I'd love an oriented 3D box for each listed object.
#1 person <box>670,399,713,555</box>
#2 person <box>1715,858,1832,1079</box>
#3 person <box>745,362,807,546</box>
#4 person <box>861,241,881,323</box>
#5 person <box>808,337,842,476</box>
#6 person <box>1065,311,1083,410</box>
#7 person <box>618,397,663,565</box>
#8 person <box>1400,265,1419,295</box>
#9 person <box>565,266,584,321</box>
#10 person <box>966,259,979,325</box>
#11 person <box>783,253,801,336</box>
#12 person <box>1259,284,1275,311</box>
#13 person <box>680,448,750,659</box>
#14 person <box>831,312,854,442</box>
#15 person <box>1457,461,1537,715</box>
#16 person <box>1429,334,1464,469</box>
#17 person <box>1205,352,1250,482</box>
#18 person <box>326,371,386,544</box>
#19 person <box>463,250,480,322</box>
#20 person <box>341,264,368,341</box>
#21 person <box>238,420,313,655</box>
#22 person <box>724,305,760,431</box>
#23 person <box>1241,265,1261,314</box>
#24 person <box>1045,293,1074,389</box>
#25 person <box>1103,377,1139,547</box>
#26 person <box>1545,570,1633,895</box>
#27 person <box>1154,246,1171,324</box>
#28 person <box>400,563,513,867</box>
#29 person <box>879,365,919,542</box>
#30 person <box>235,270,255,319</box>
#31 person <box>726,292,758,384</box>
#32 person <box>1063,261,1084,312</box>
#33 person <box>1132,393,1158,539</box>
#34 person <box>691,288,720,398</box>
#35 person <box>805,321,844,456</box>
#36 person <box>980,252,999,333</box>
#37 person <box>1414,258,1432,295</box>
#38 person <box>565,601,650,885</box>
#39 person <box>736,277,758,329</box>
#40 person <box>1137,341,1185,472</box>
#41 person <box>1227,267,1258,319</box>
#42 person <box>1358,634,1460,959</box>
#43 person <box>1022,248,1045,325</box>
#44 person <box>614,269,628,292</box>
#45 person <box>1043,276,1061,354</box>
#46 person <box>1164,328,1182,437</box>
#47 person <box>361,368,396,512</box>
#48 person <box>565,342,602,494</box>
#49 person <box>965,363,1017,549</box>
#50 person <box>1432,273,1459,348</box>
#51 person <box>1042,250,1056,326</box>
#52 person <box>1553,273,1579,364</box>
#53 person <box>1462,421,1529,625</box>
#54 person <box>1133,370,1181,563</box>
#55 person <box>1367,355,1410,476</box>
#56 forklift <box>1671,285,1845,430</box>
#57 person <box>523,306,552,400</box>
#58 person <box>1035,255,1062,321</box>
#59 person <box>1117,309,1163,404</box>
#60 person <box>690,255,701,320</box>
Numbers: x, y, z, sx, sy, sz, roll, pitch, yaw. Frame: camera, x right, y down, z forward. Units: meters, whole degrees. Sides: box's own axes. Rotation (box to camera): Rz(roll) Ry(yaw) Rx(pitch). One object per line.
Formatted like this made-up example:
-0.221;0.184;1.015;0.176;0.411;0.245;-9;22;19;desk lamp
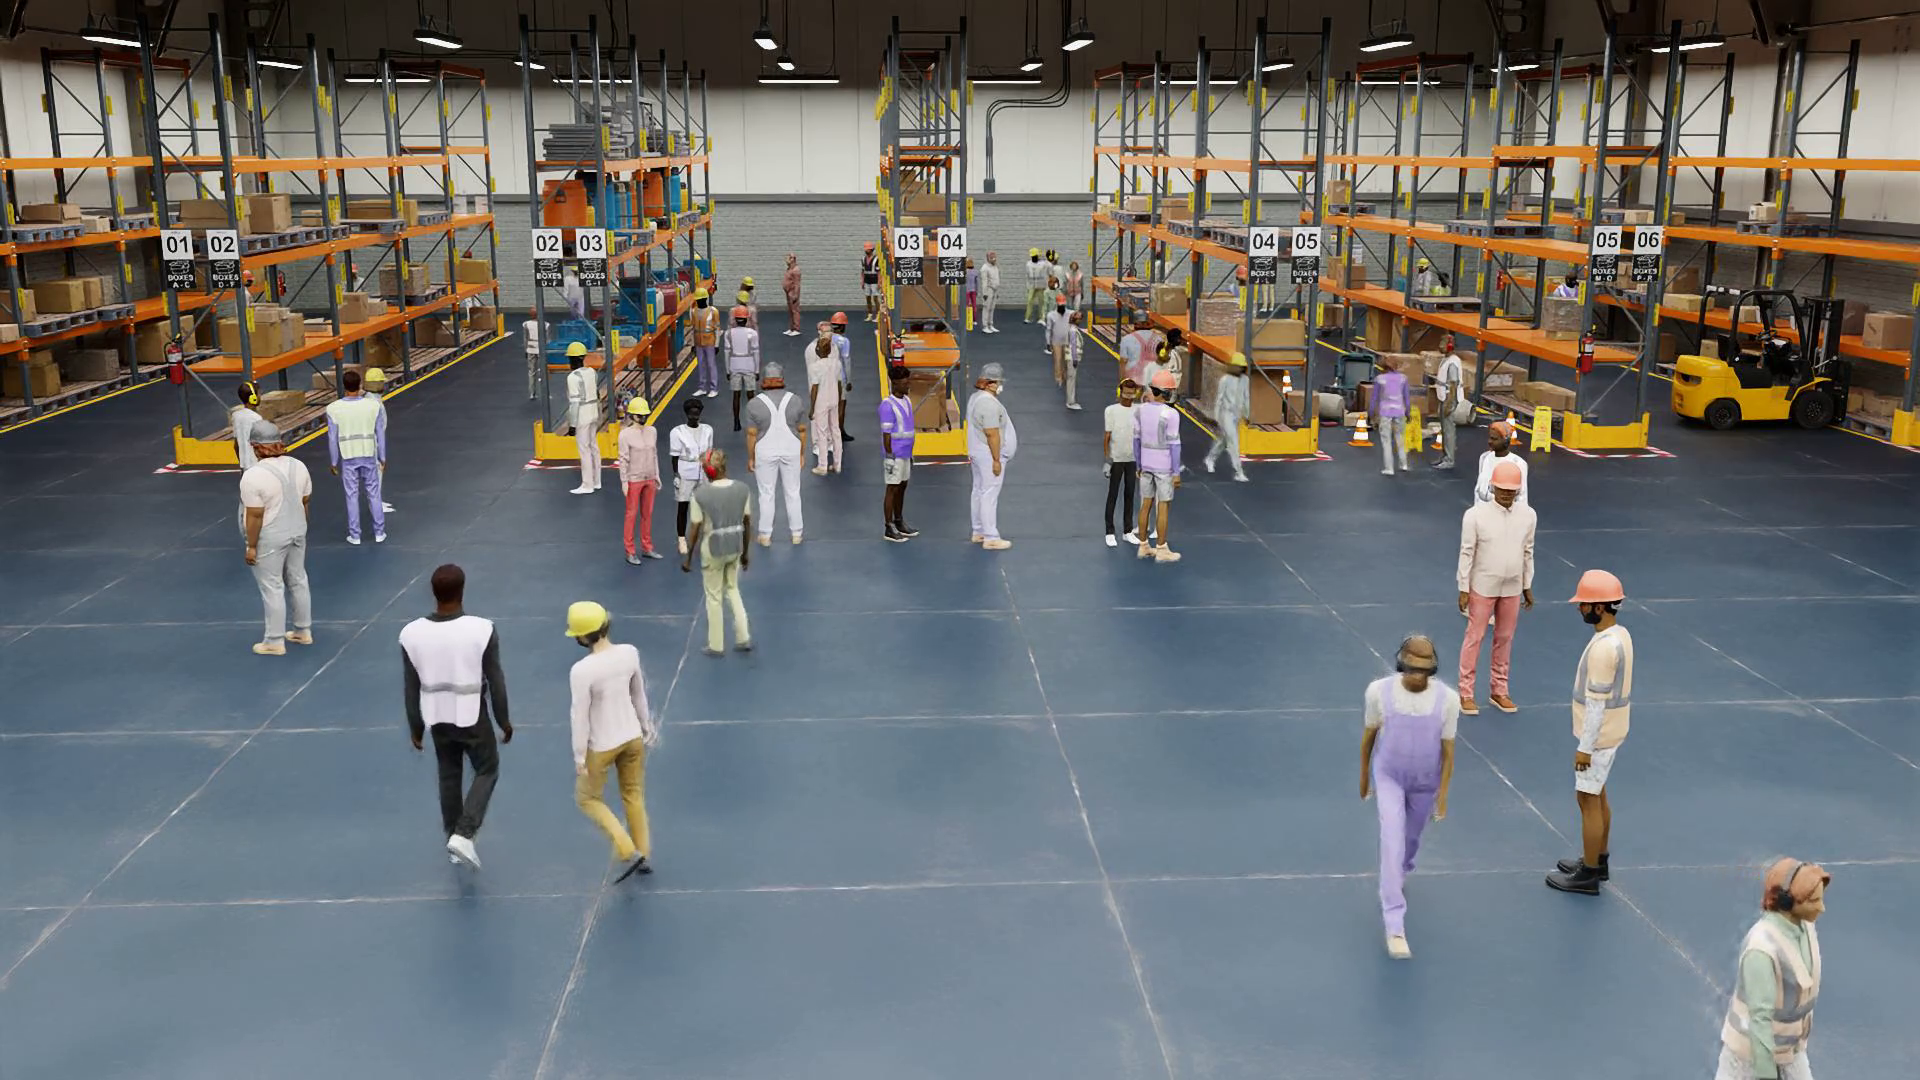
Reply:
-2.873;-0.691;17.939;0.531;1.692;0.320;-10;17;-37;person
3.280;2.039;6.546;0.549;1.601;0.792;-11;17;-40;person
-2.031;-0.957;18.321;0.674;2.000;0.535;-4;14;-15;person
-2.243;-6.456;41.658;0.613;2.029;0.408;10;17;36;person
-1.798;-1.784;22.243;0.507;1.847;0.344;-10;17;-38;person
1.911;-3.016;27.907;0.311;1.639;0.512;1;13;3;person
-3.354;-0.629;17.523;0.322;1.767;0.533;10;16;35;person
10.125;-5.357;37.639;0.572;1.714;0.653;1;13;3;person
-8.846;-5.559;38.449;0.534;1.742;0.742;-1;13;-4;person
0.230;-6.104;40.999;0.504;1.631;0.279;-8;15;-30;person
-3.930;-5.729;38.824;0.410;1.909;0.643;-6;14;-22;person
8.246;-6.939;44.536;0.497;1.632;0.289;-6;14;-23;person
-2.038;0.122;14.197;0.574;1.839;0.415;-13;18;-43;person
-1.800;-2.431;24.814;0.546;1.928;0.384;12;18;41;person
4.134;0.367;12.813;0.623;1.990;0.388;-2;13;-10;person
6.667;-1.885;22.676;0.373;1.840;0.570;2;13;8;person
3.570;-1.671;22.102;0.497;1.694;0.915;-9;16;-34;person
-6.649;-0.909;18.379;0.591;1.918;0.383;-6;15;-25;person
-11.925;-6.108;40.484;0.352;1.883;0.580;9;16;34;person
-13.677;-5.370;37.631;0.575;1.749;0.334;-9;16;-33;person
-5.971;-0.036;14.420;0.539;2.000;0.689;5;14;21;person
-3.357;-2.646;25.698;0.547;1.938;0.377;1;13;5;person
7.671;-6.875;43.729;0.584;1.882;0.346;8;16;31;person
1.844;-3.610;30.196;0.595;1.736;0.379;-1;13;-3;person
1.819;-0.861;18.306;0.521;1.861;0.328;-5;14;-20;person
3.719;1.121;9.784;0.390;1.923;0.548;7;15;28;person
4.782;-6.047;39.981;0.753;1.986;0.791;-11;17;-38;person
-3.031;1.082;9.988;0.632;1.900;0.602;1;13;3;person
-0.682;-0.975;18.555;0.361;1.965;0.613;5;14;21;person
-13.861;-4.249;32.386;0.406;1.989;0.622;-9;16;-32;person
-4.055;-3.746;30.855;0.573;1.704;0.867;2;13;9;person
2.796;-6.031;40.742;0.516;1.601;0.785;2;13;9;person
2.160;-0.840;18.682;0.315;1.641;0.515;-9;16;-34;person
-4.481;-3.462;29.183;0.591;1.923;0.381;7;15;28;person
-1.912;-2.158;23.689;0.409;1.913;0.642;8;16;32;person
0.739;-5.867;39.410;0.399;1.908;0.643;7;15;26;person
10.680;-5.588;38.420;0.404;1.824;0.586;0;13;-1;person
-2.036;1.194;9.866;0.465;1.741;0.640;10;17;36;person
-4.341;-4.513;34.033;0.484;1.741;0.303;-13;18;-43;person
2.600;-1.727;22.094;0.993;1.802;0.580;10;17;37;person
5.584;-4.404;32.981;0.609;2.013;0.511;2;13;9;person
2.477;1.319;9.271;0.501;1.788;0.968;3;14;11;person
1.867;-6.273;41.195;0.597;1.872;0.966;6;15;24;person
-7.388;-5.073;36.373;0.326;1.752;0.559;-2;13;-8;person
1.981;-4.798;35.467;0.499;1.634;0.288;-12;18;-41;person
3.160;-2.334;24.918;0.320;1.686;0.539;3;14;11;person
-7.003;-1.205;20.013;0.304;1.744;0.485;-6;14;-23;person
-4.781;-1.541;21.037;0.386;1.928;0.589;4;14;17;person
0.353;-0.937;18.237;0.536;2.000;0.673;-4;14;-17;person
10.484;-4.940;36.003;0.551;1.649;0.876;-5;14;-19;person
2.199;-6.181;40.849;0.318;1.864;0.568;-3;14;-13;person
12.329;-4.495;33.738;0.625;1.844;0.429;-2;13;-9;person
4.938;-0.162;15.289;0.346;1.882;0.578;-6;15;-25;person
2.111;-0.782;17.574;0.379;2.041;0.616;-11;17;-38;person
5.728;-1.668;22.233;0.561;1.610;0.405;-2;13;-8;person
12.503;-2.886;26.166;2.313;2.155;1.214;-1;13;-3;forklift
-7.333;-3.246;28.903;0.508;1.629;0.314;1;13;4;person
2.328;-6.294;41.615;0.850;1.721;0.532;10;17;37;person
2.612;-2.364;24.280;0.685;2.000;0.535;-4;14;-17;person
-6.414;-6.083;40.628;0.326;1.765;0.533;7;15;26;person
